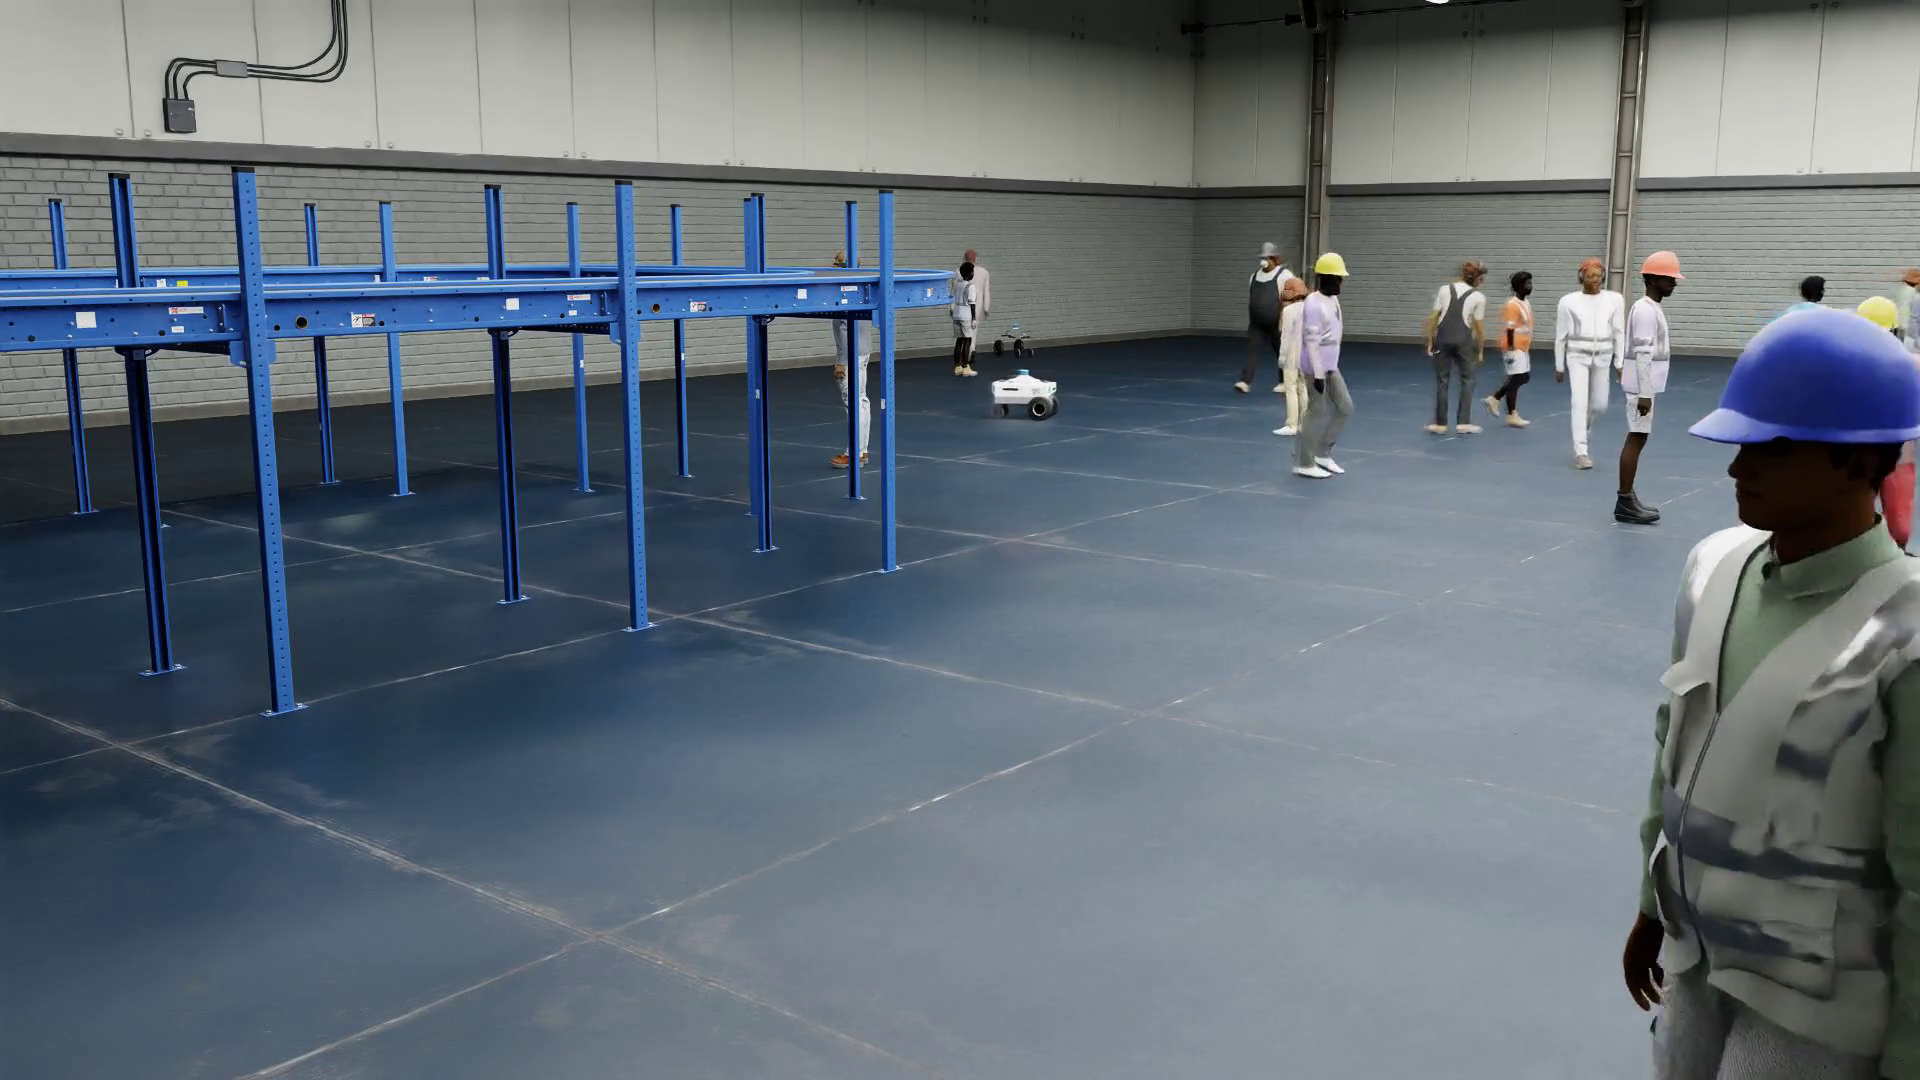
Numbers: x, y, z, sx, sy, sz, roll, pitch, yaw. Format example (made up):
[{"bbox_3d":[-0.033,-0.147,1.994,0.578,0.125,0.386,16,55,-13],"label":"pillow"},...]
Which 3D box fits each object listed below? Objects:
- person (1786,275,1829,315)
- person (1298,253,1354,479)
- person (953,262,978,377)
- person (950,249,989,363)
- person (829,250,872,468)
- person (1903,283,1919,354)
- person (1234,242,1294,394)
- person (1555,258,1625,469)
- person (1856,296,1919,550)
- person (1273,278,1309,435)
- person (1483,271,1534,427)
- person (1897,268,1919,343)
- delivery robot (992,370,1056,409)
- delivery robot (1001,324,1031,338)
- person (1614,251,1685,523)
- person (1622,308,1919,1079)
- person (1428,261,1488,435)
[{"bbox_3d":[8.570,-1.863,16.956,0.795,1.667,0.533,-2,10,-12],"label":"person"},{"bbox_3d":[3.116,-1.469,14.103,0.525,1.904,0.608,6,12,32],"label":"person"},{"bbox_3d":[0.083,-3.304,24.884,0.319,1.689,0.530,-6,12,-32],"label":"person"},{"bbox_3d":[0.167,-3.872,27.514,0.651,1.875,0.881,-3,11,-18],"label":"person"},{"bbox_3d":[-0.983,-1.624,14.880,0.372,1.940,0.631,2,10,9],"label":"person"},{"bbox_3d":[12.019,-2.511,20.732,0.511,1.585,0.811,-5,12,-27],"label":"person"},{"bbox_3d":[4.048,-2.925,21.925,0.682,2.000,1.023,8,13,38],"label":"person"},{"bbox_3d":[5.654,-1.605,14.993,0.581,1.866,0.765,1,10,5],"label":"person"},{"bbox_3d":[4.816,-0.418,8.745,0.569,1.726,0.668,6,12,30],"label":"person"},{"bbox_3d":[3.491,-1.917,17.367,0.268,1.628,0.500,9,13,39],"label":"person"},{"bbox_3d":[6.008,-2.086,18.130,0.452,1.681,0.544,7,12,33],"label":"person"},{"bbox_3d":[13.904,-3.210,24.593,0.670,1.615,0.508,6,12,28],"label":"person"},{"bbox_3d":[0.730,-1.704,19.015,0.707,0.478,0.477,3,11,14],"label":"delivery robot"},{"bbox_3d":[0.979,-3.669,29.187,0.335,0.223,0.698,-6,12,-29],"label":"delivery robot"},{"bbox_3d":[4.977,-1.106,12.017,0.373,1.933,0.549,4,11,23],"label":"person"},{"bbox_3d":[1.282,0.623,2.466,0.747,1.931,0.616,-1,10,-6],"label":"person"},{"bbox_3d":[5.177,-1.992,17.317,0.639,1.805,0.346,6,12,30],"label":"person"}]
